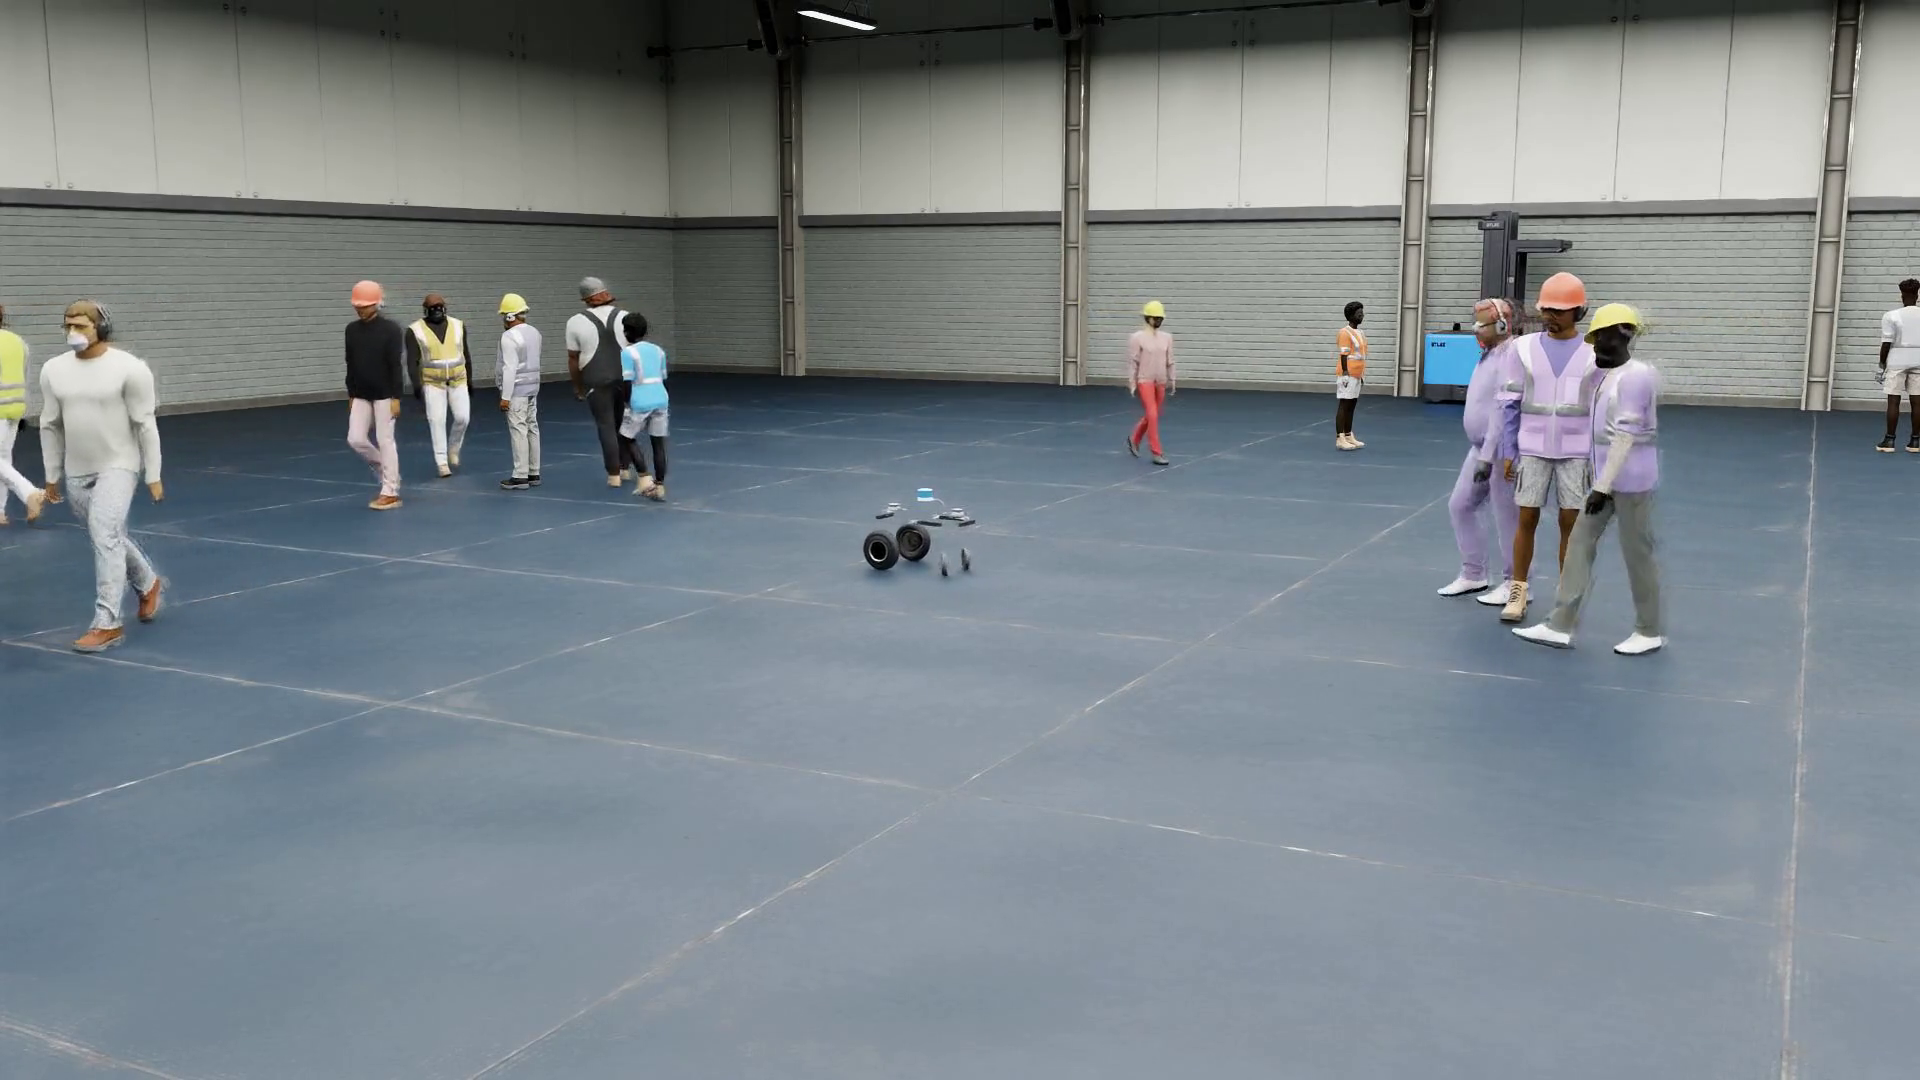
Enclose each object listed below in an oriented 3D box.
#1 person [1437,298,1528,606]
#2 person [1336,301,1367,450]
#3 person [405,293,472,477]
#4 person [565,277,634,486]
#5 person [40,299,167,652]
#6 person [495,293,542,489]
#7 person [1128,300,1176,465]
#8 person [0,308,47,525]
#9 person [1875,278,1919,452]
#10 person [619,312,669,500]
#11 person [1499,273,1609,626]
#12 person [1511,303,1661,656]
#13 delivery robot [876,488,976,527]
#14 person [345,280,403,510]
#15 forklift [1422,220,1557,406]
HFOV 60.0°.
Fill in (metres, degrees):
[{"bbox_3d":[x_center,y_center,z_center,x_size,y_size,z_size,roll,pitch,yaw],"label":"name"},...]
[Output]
[{"bbox_3d":[3.230,-0.531,10.206,0.634,1.876,0.643,0,9,-1],"label":"person"},{"bbox_3d":[4.510,-1.895,19.166,0.318,1.697,0.535,6,11,34],"label":"person"},{"bbox_3d":[-5.242,-1.571,16.802,0.669,1.820,0.793,-5,11,-29],"label":"person"},{"bbox_3d":[-3.442,-1.544,16.072,0.717,2.000,0.820,-4,10,-24],"label":"person"},{"bbox_3d":[-4.757,-0.396,9.310,0.639,1.910,0.936,1,9,7],"label":"person"},{"bbox_3d":[-4.189,-1.412,15.763,0.404,1.833,0.589,2,9,13],"label":"person"},{"bbox_3d":[2.034,-1.709,17.883,0.533,1.735,0.801,-5,10,-28],"label":"person"},{"bbox_3d":[-7.713,-1.015,13.369,0.756,1.826,0.647,1,9,8],"label":"person"},{"bbox_3d":[10.732,-1.980,18.882,0.603,1.959,0.380,1,9,8],"label":"person"},{"bbox_3d":[-2.810,-1.193,14.879,0.391,1.674,0.546,8,12,40],"label":"person"},{"bbox_3d":[3.445,-0.517,9.622,0.609,2.035,0.404,4,10,25],"label":"person"},{"bbox_3d":[3.421,-0.316,8.905,0.834,1.865,0.582,0,9,-2],"label":"person"},{"bbox_3d":[-0.240,-0.241,11.515,0.698,0.223,0.335,5,11,29],"label":"delivery robot"},{"bbox_3d":[-5.044,-1.253,14.354,0.652,1.967,0.456,4,10,21],"label":"person"},{"bbox_3d":[8.245,-3.527,25.720,1.873,2.768,1.129,5,10,27],"label":"forklift"}]
